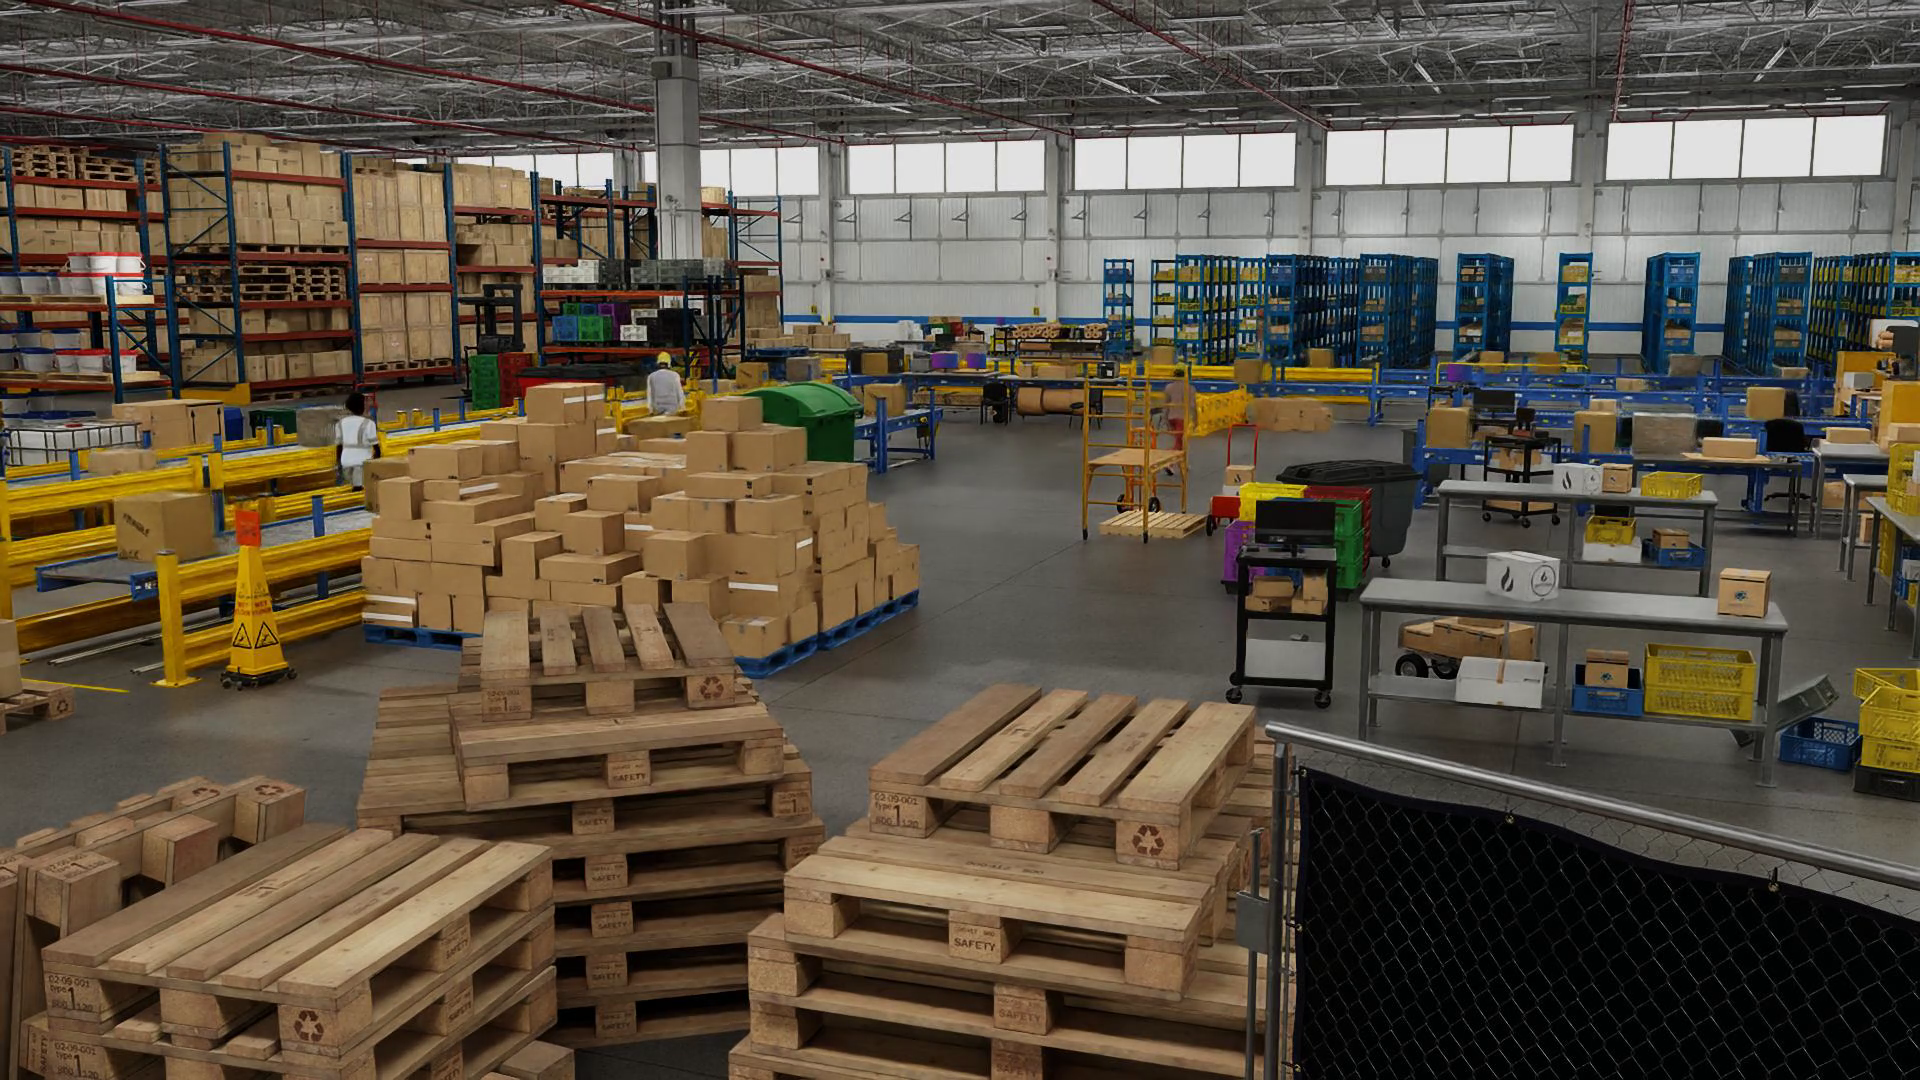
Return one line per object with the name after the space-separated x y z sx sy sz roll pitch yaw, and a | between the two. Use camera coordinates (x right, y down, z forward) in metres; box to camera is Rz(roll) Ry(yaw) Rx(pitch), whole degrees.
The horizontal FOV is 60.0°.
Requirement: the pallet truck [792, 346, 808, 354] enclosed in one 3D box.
-3.705 -4.298 42.022 0.653 1.274 1.630 3 10 20 | pallet truck

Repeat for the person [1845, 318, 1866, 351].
25.117 -5.303 46.627 0.567 1.845 0.389 4 10 26 | person

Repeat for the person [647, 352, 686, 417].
-4.811 -2.168 27.104 0.589 1.799 0.869 4 10 21 | person

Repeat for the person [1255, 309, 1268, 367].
9.602 -6.350 52.800 0.485 1.979 0.616 0 9 1 | person

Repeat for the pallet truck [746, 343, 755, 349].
-6.183 -4.618 44.264 1.601 1.201 0.680 -9 12 -43 | pallet truck

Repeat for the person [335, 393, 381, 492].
-7.122 -0.900 19.565 0.530 1.660 0.862 3 10 21 | person

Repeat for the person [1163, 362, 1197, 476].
3.321 -1.850 25.330 0.533 1.726 0.904 7 12 39 | person

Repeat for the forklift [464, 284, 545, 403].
-10.832 -4.702 39.610 1.129 2.768 1.873 3 10 20 | forklift
